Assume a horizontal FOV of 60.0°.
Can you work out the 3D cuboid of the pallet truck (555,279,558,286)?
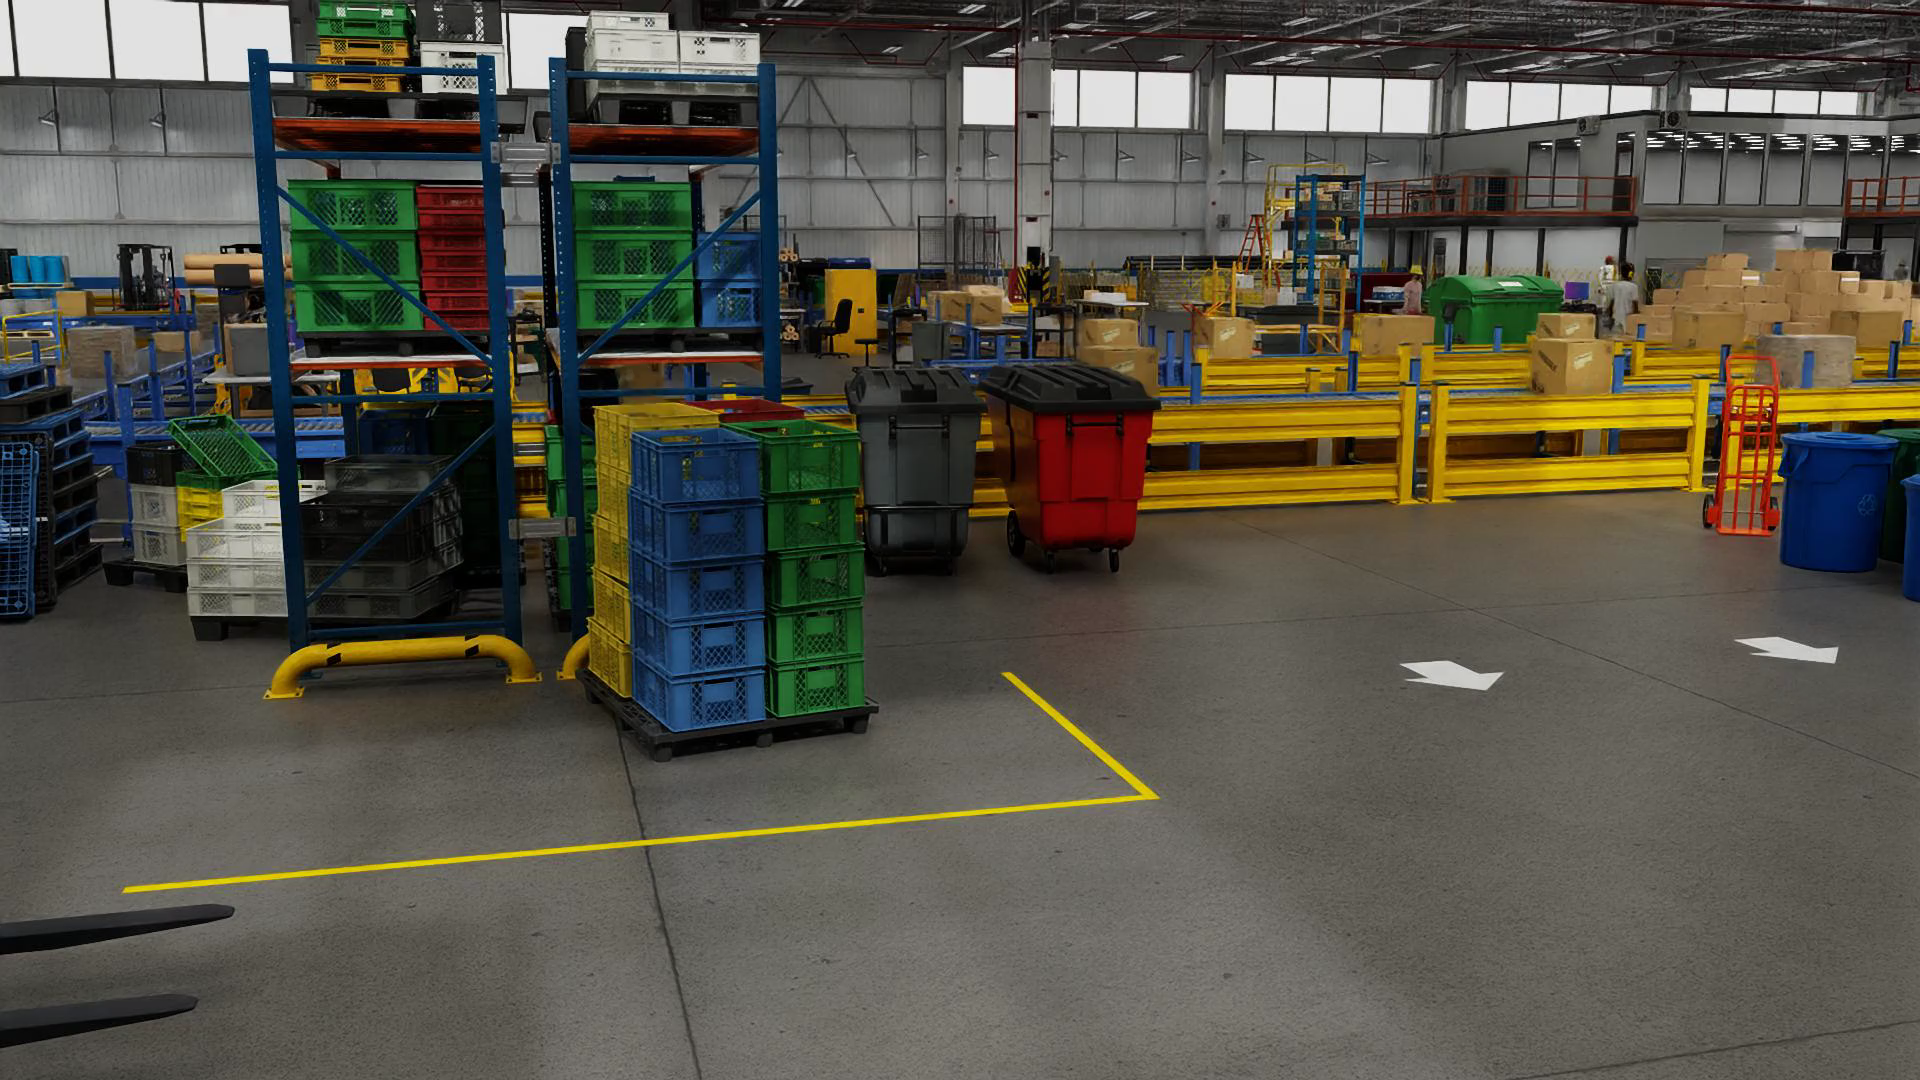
[{"bbox_3d":[-10.604,-6.375,44.520,0.653,1.274,1.630,-3,10,-15],"label":"pallet truck"}]

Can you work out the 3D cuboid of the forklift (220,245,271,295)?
[{"bbox_3d":[-17.749,-6.334,41.440,1.157,1.987,2.680,-3,10,-17],"label":"forklift"}]

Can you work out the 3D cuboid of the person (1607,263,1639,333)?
[{"bbox_3d":[10.889,-3.591,27.190,0.390,1.856,0.514,-4,11,-22],"label":"person"}]

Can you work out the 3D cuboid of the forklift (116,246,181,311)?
[{"bbox_3d":[-19.966,-6.232,40.894,1.157,1.987,2.680,-3,10,-15],"label":"forklift"}]

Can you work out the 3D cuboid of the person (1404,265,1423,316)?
[{"bbox_3d":[8.776,-4.428,32.185,0.533,1.767,0.327,-9,13,-41],"label":"person"}]

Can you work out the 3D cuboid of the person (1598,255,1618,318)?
[{"bbox_3d":[19.188,-7.487,49.231,0.577,1.869,0.579,0,10,-3],"label":"person"}]
